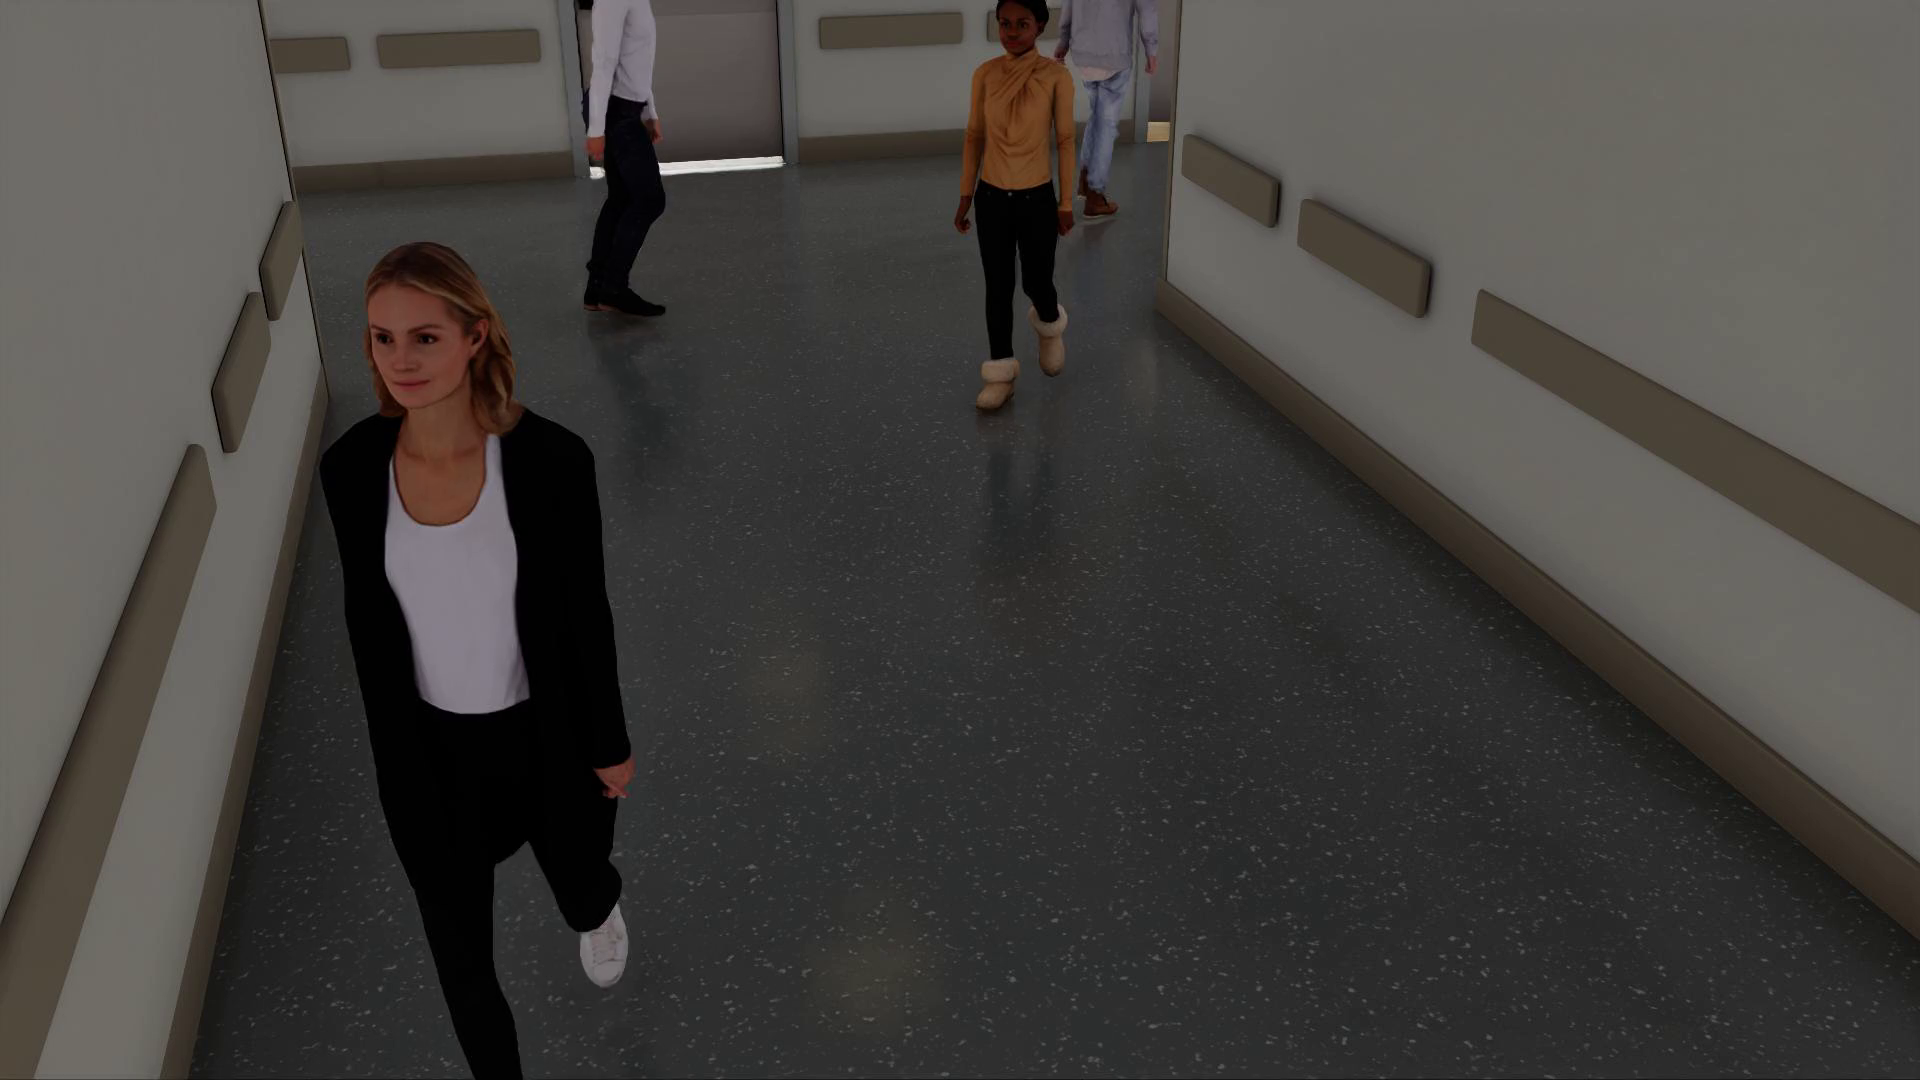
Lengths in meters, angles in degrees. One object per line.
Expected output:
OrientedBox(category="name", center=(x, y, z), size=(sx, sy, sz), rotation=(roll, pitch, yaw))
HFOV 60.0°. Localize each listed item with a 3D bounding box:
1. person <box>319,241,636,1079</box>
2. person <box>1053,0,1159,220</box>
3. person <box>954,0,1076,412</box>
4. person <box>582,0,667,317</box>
OrientedBox(category="person", center=(-0.788, 0.344, 2.955), size=(1.084, 1.778, 0.830), rotation=(-1, 26, -2))
OrientedBox(category="person", center=(0.754, -2.686, 9.194), size=(0.847, 1.817, 0.871), rotation=(20, 32, 35))
OrientedBox(category="person", center=(0.248, -1.373, 6.662), size=(0.897, 1.651, 0.921), rotation=(9, 27, 18))
OrientedBox(category="person", center=(-1.617, -1.913, 7.558), size=(0.722, 1.845, 0.685), rotation=(2, 26, 5))
